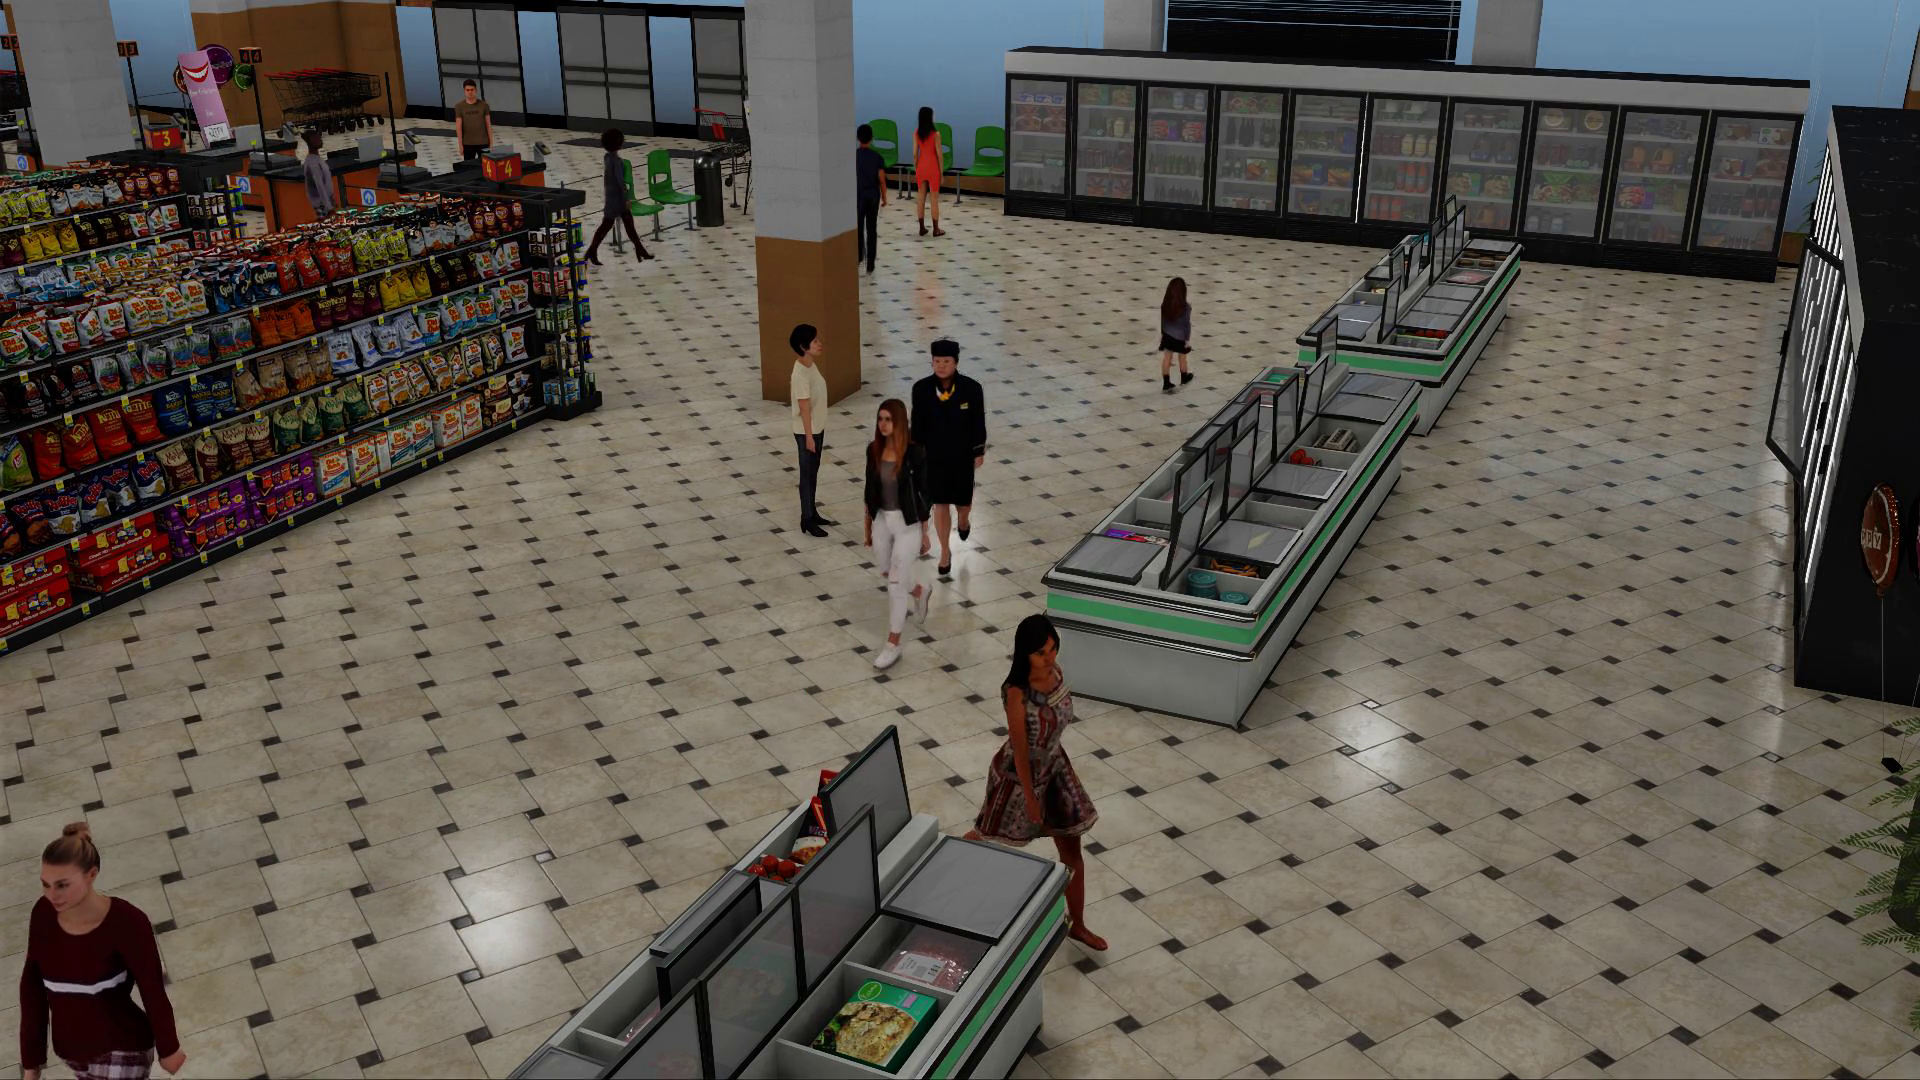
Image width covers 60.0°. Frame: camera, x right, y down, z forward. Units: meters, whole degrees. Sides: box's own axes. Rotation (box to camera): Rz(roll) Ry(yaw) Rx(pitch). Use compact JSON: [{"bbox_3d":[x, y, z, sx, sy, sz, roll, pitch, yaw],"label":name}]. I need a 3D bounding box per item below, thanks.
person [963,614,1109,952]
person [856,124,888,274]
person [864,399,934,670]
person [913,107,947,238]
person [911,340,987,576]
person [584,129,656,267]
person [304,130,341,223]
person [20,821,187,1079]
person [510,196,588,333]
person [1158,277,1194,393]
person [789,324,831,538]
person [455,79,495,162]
[{"bbox_3d":[0.242,1.078,7.596,0.882,1.600,1.173,18,28,37],"label":"person"},{"bbox_3d":[-1.150,-4.162,20.426,0.958,1.758,1.141,-2,22,-4],"label":"person"},{"bbox_3d":[-0.351,-0.082,10.376,0.632,1.679,1.015,12,25,27],"label":"person"},{"bbox_3d":[-0.433,-4.988,22.534,0.569,1.718,0.512,10,24,23],"label":"person"},{"bbox_3d":[-0.056,-0.602,11.695,0.825,1.661,0.925,3,22,8],"label":"person"},{"bbox_3d":[-4.369,-4.197,20.643,1.178,1.661,1.083,-9,24,-21],"label":"person"},{"bbox_3d":[-7.836,-4.081,20.218,0.789,1.762,0.697,-2,22,-5],"label":"person"},{"bbox_3d":[-2.970,1.738,5.875,0.770,1.658,1.148,5,22,11],"label":"person"},{"bbox_3d":[-4.165,-2.602,16.566,0.986,1.741,0.995,-4,22,-9],"label":"person"},{"bbox_3d":[2.015,-1.938,15.786,0.535,1.089,0.702,13,25,30],"label":"person"},{"bbox_3d":[-1.116,-0.820,12.335,0.714,1.587,0.557,1,22,2],"label":"person"},{"bbox_3d":[-7.103,-5.813,24.410,0.730,1.851,0.806,-9,24,-22],"label":"person"}]
